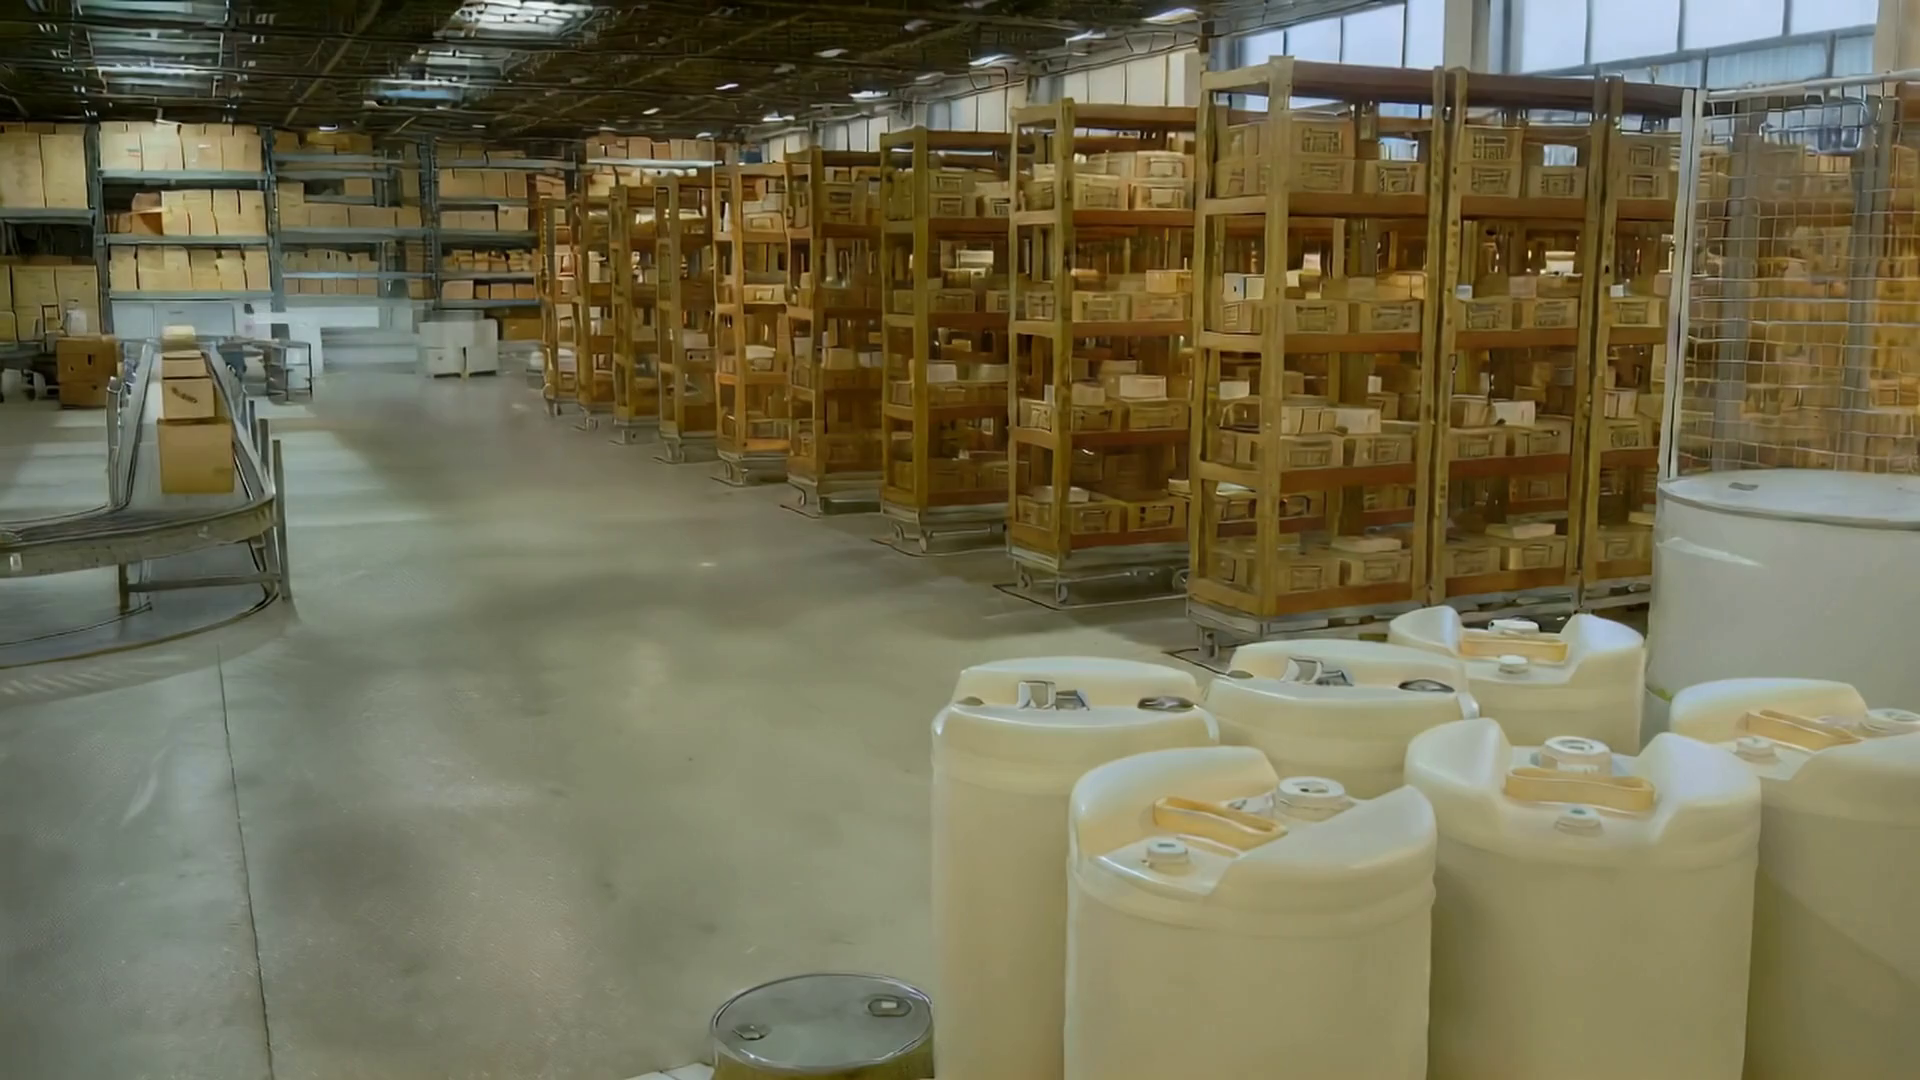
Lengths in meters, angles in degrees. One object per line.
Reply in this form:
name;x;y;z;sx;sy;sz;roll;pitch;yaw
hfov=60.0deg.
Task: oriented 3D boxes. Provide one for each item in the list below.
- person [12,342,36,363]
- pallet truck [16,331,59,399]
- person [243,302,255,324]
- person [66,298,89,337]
person;-24.500;-5.578;43.771;0.991;1.873;0.575;-3;10;-16
pallet truck;-17.082;-3.353;31.781;1.630;1.274;0.653;-4;10;-25
person;-17.374;-5.005;40.844;0.546;1.680;0.413;7;12;37
person;-20.235;-4.636;38.136;0.404;1.826;0.593;3;10;19
